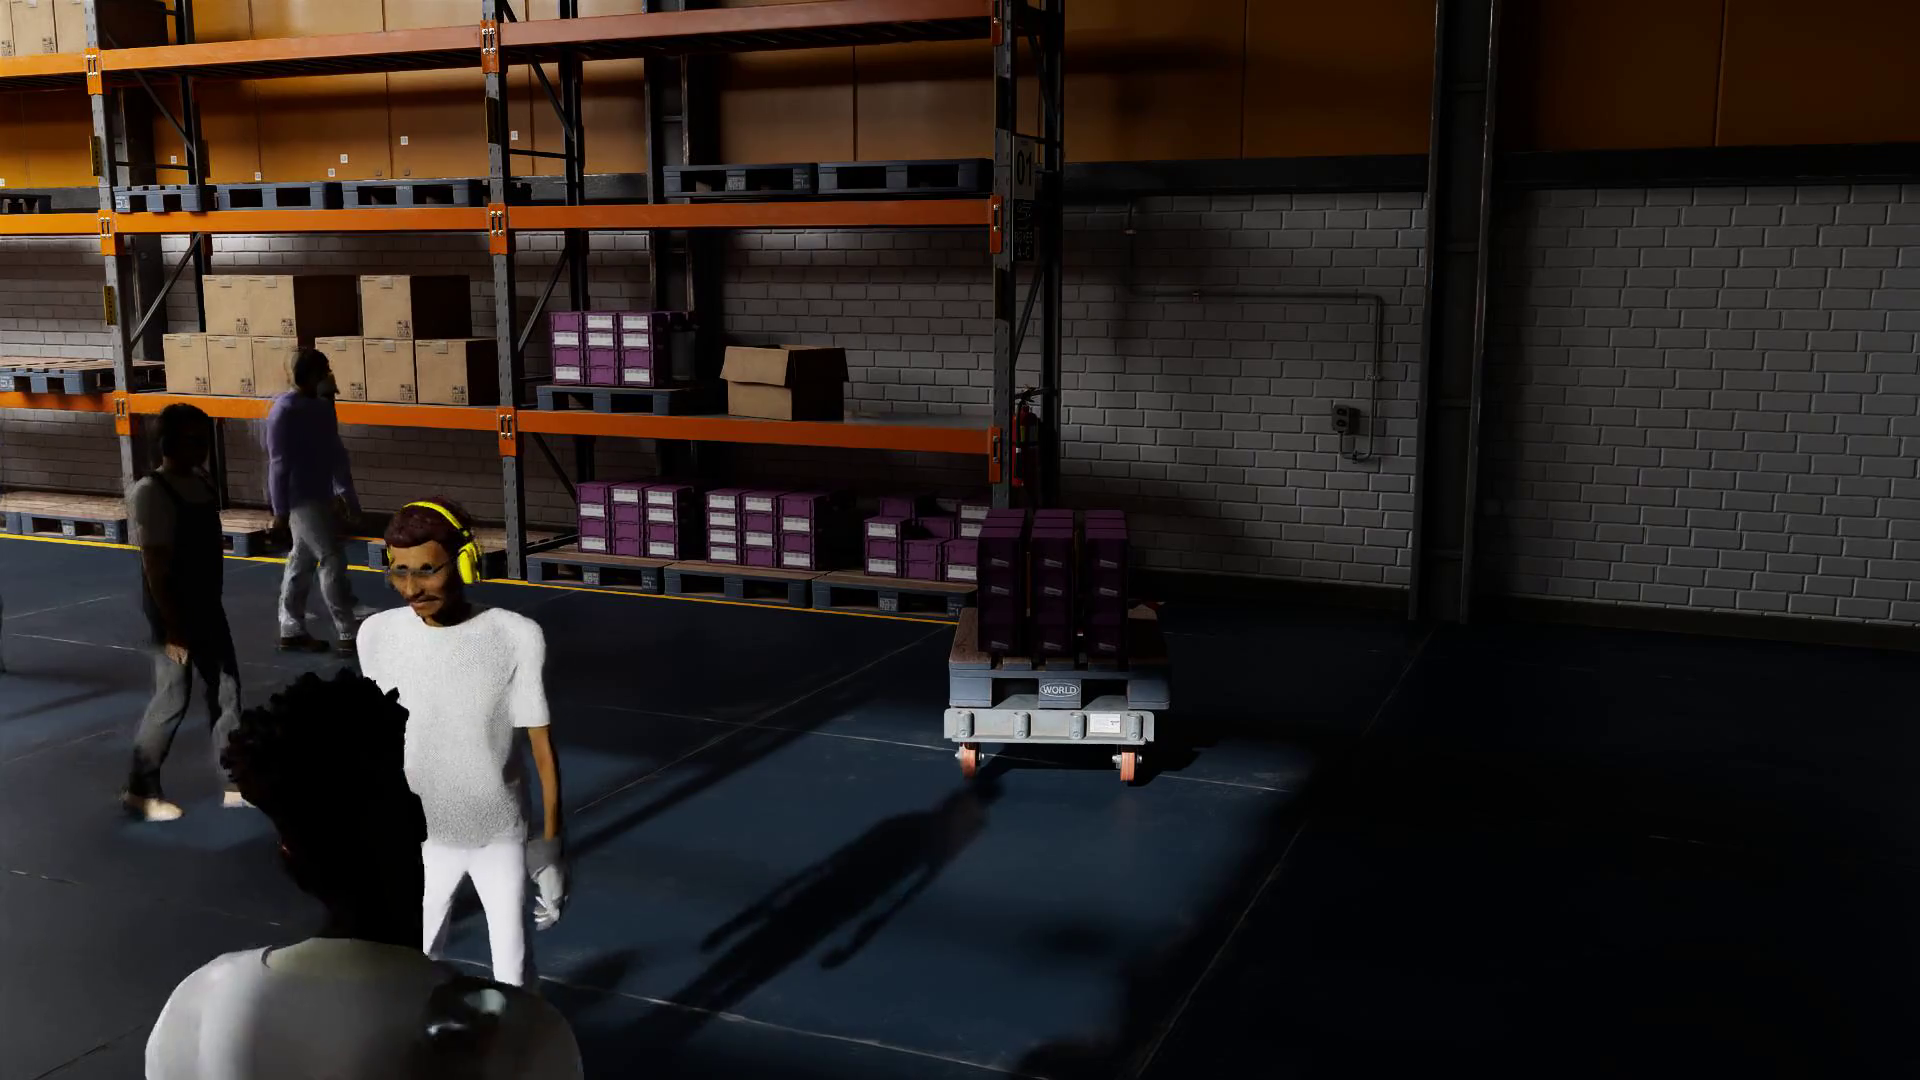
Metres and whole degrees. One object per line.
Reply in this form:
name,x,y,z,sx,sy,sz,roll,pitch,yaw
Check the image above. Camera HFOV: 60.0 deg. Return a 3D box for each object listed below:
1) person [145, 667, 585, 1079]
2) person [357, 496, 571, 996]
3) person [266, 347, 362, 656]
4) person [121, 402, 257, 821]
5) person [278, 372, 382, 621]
person,-0.692,1.123,2.091,0.632,1.925,0.407,4,10,23
person,-1.271,0.792,4.297,0.563,1.843,0.437,0,9,-1
person,-3.859,-0.223,10.192,0.877,1.902,0.658,1,10,4
person,-3.355,0.321,7.222,0.566,1.846,0.519,1,10,8
person,-4.255,-0.292,11.203,0.824,1.697,0.501,-1,10,-6
